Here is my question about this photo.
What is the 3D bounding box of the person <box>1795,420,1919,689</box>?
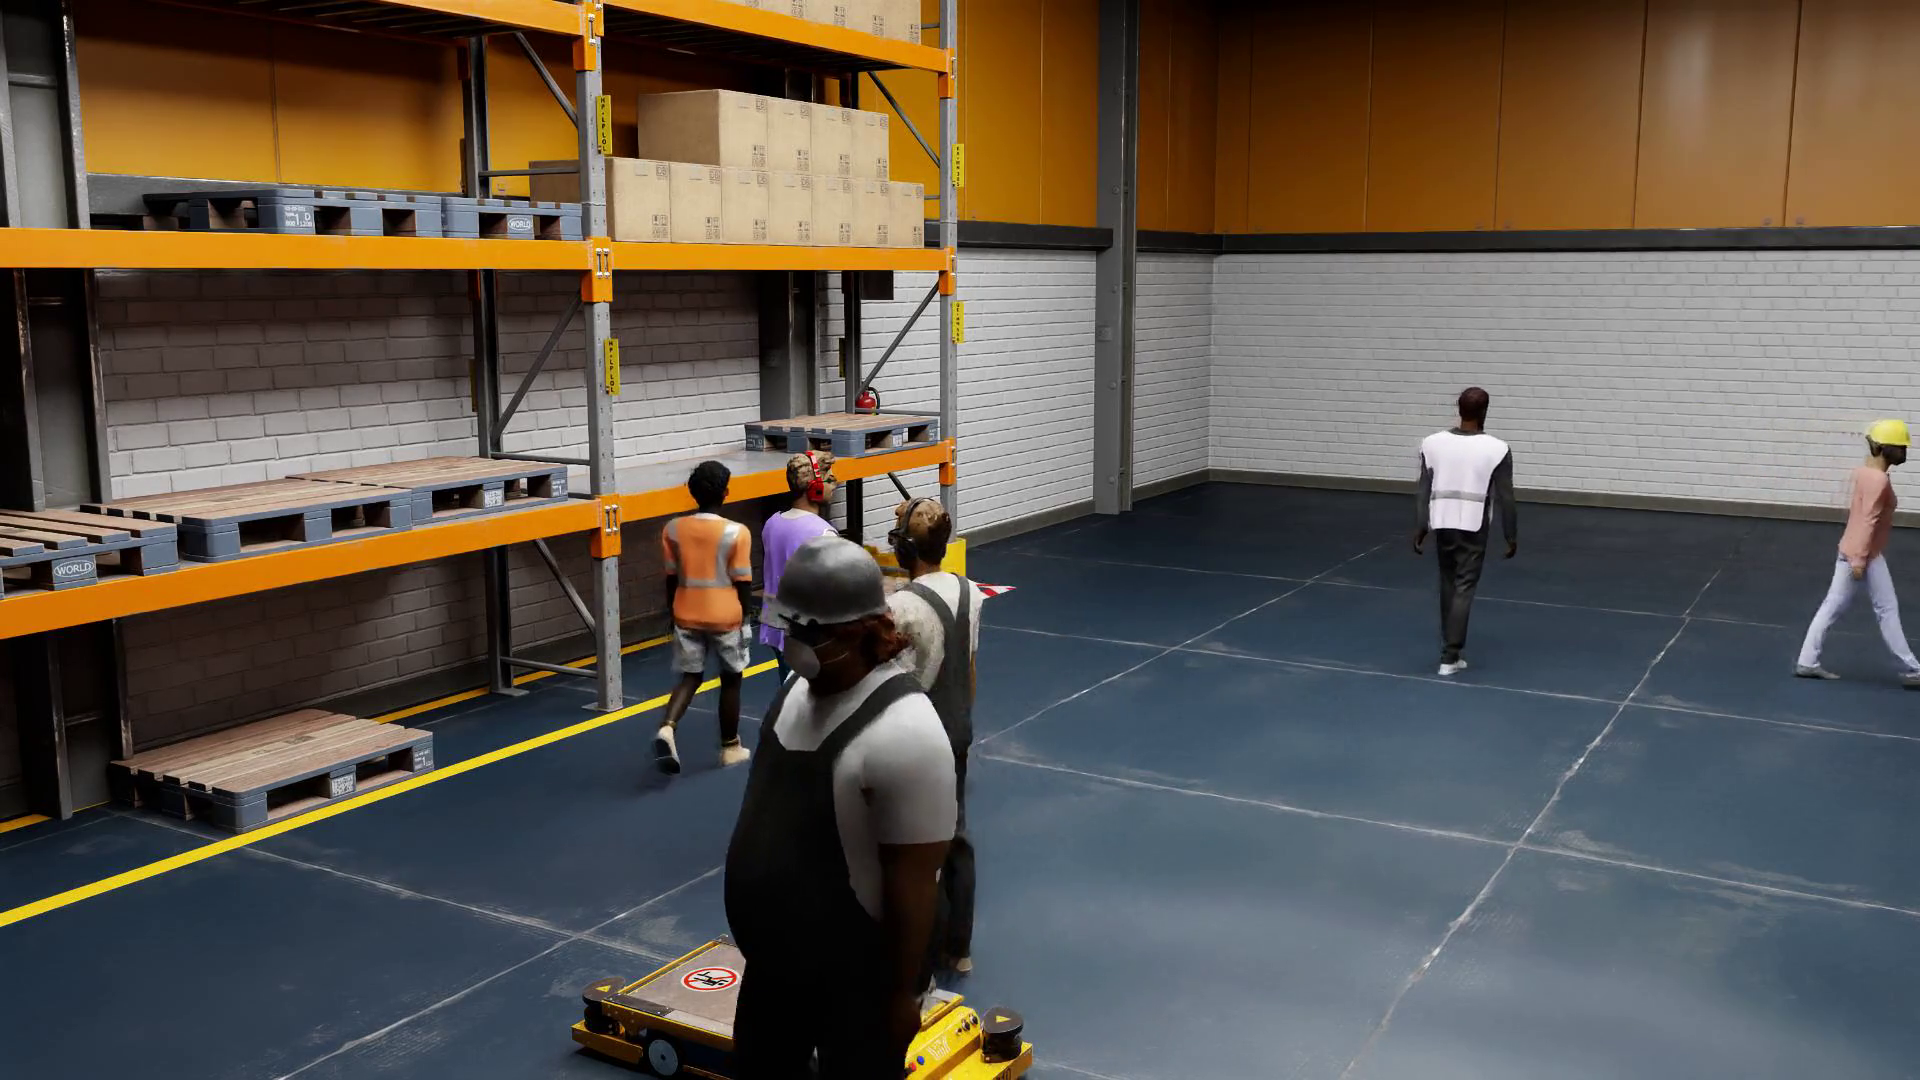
[{"bbox_3d":[5.872,0.097,10.620,0.914,1.714,0.532,3,10,18],"label":"person"}]

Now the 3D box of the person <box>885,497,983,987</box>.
[{"bbox_3d":[-0.131,0.758,6.102,0.345,1.846,0.506,7,11,36],"label":"person"}]

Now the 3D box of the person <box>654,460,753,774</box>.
[{"bbox_3d":[-1.348,0.423,8.722,0.538,1.678,0.649,3,10,20],"label":"person"}]

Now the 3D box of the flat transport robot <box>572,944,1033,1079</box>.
[{"bbox_3d":[-0.539,1.630,5.552,1.431,0.197,0.652,5,11,30],"label":"flat transport robot"}]

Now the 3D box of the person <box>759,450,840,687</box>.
[{"bbox_3d":[-0.707,0.509,7.648,0.390,1.846,0.564,-7,12,-38],"label":"person"}]

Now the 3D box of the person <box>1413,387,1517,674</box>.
[{"bbox_3d":[3.428,-0.077,11.160,0.634,1.886,0.831,7,11,36],"label":"person"}]
